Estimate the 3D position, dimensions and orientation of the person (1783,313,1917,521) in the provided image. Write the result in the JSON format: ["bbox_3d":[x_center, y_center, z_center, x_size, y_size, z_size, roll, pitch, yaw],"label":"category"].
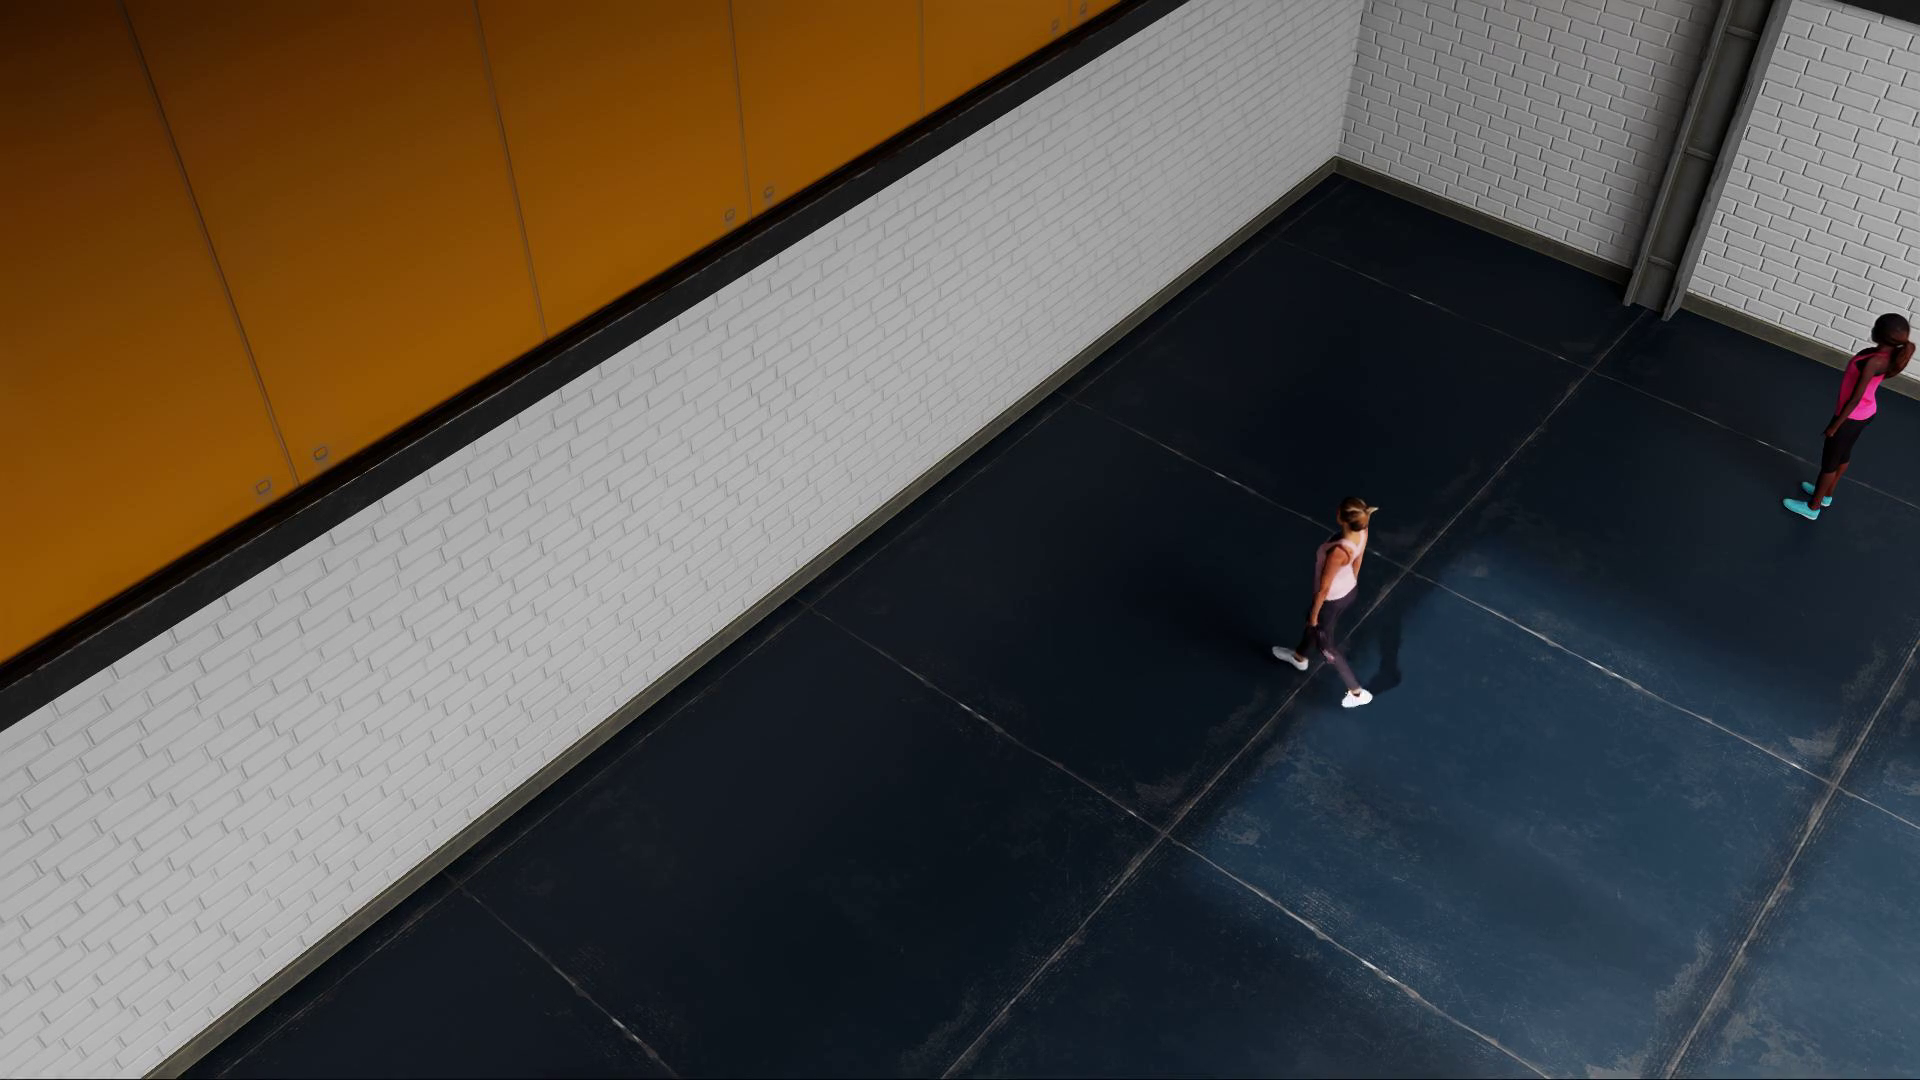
[{"bbox_3d":[6.273,-0.871,11.679,0.586,1.726,0.599,-30,51,-28],"label":"person"}]

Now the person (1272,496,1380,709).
[{"bbox_3d":[2.407,0.392,10.431,1.005,1.619,0.580,31,52,29],"label":"person"}]
